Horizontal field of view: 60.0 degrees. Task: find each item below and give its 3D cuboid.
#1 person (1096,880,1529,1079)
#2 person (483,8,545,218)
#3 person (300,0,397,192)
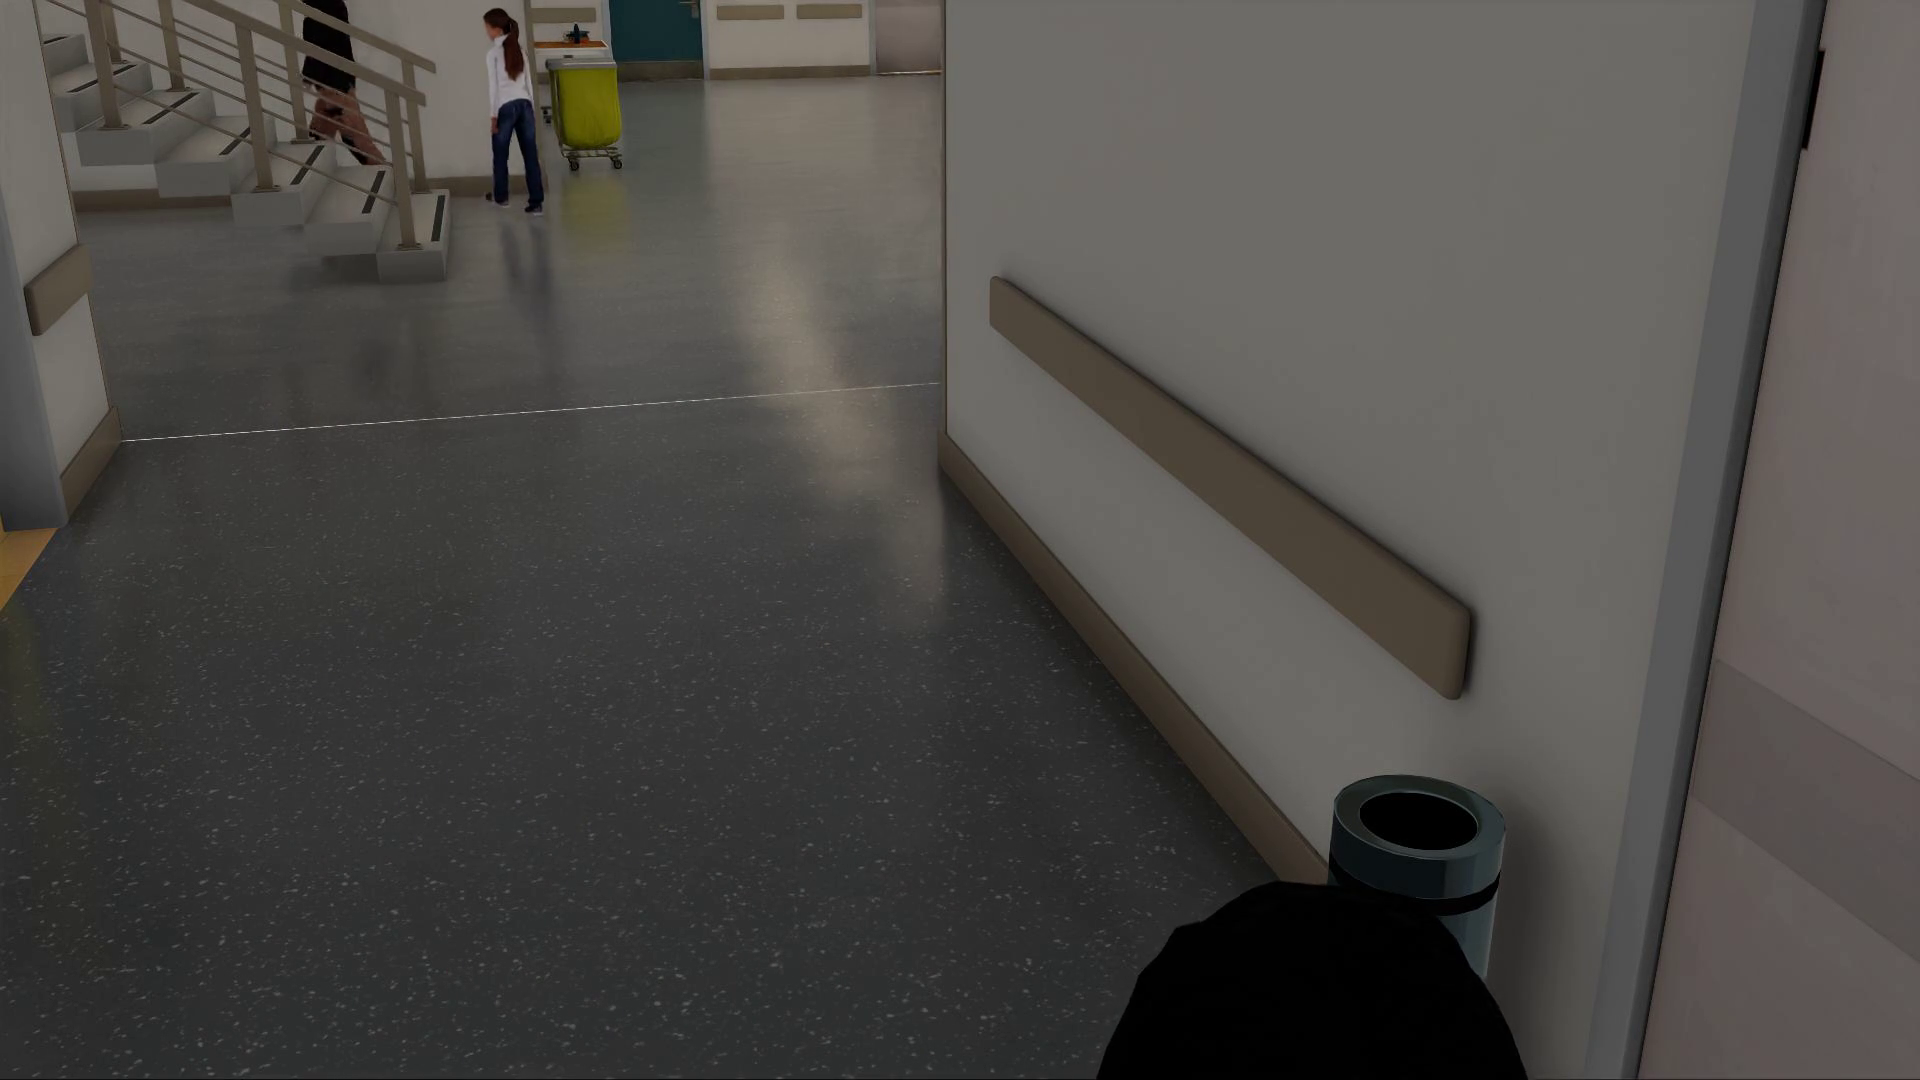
[{"bbox_3d":[0.163,1.002,1.191,0.457,1.736,0.662,-6,22,-16],"label":"person"},{"bbox_3d":[-3.344,-3.195,12.574,0.976,1.522,0.898,-16,26,-35],"label":"person"},{"bbox_3d":[-4.752,-3.500,12.876,1.206,1.879,0.729,-4,21,-11],"label":"person"}]
